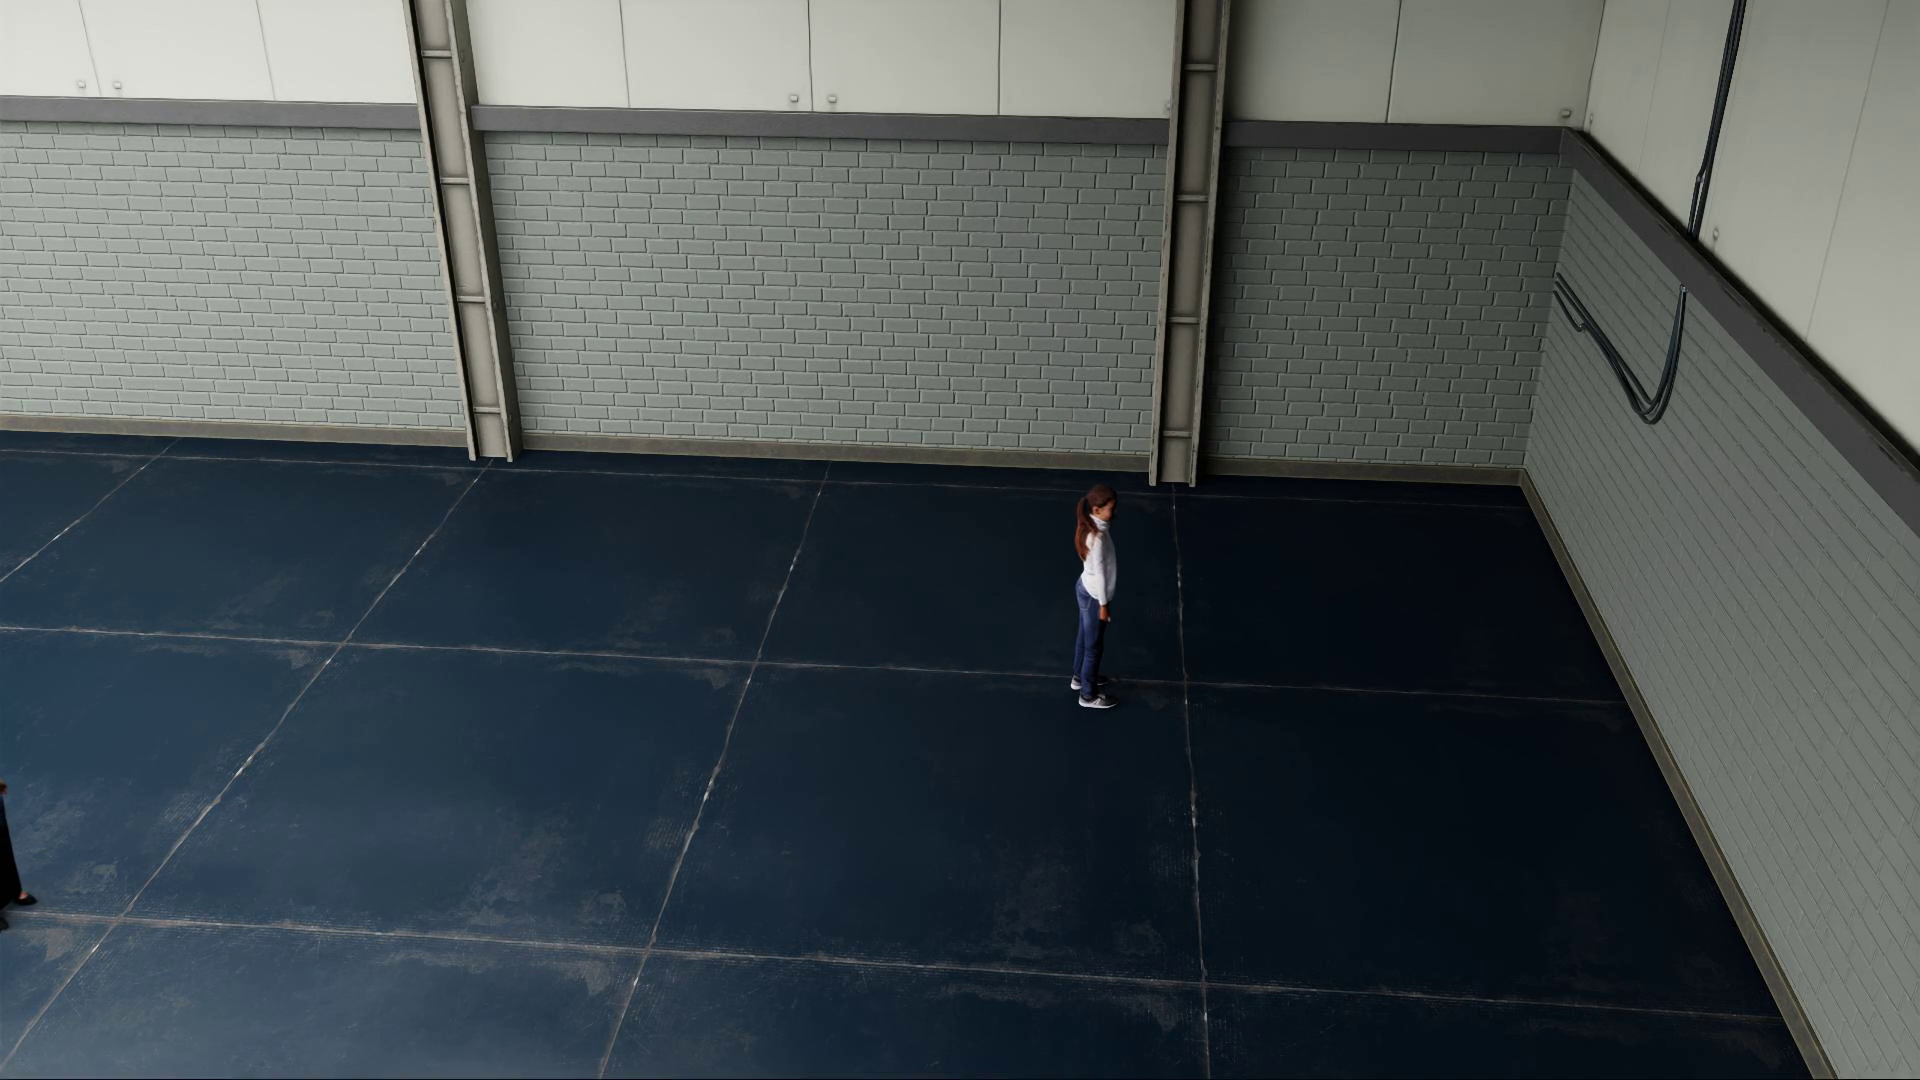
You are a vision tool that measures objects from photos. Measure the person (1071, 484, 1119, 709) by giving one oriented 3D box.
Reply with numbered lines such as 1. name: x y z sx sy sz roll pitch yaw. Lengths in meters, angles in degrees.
1. person: 0.877 0.354 10.970 0.573 1.557 0.578 -3 27 -5
